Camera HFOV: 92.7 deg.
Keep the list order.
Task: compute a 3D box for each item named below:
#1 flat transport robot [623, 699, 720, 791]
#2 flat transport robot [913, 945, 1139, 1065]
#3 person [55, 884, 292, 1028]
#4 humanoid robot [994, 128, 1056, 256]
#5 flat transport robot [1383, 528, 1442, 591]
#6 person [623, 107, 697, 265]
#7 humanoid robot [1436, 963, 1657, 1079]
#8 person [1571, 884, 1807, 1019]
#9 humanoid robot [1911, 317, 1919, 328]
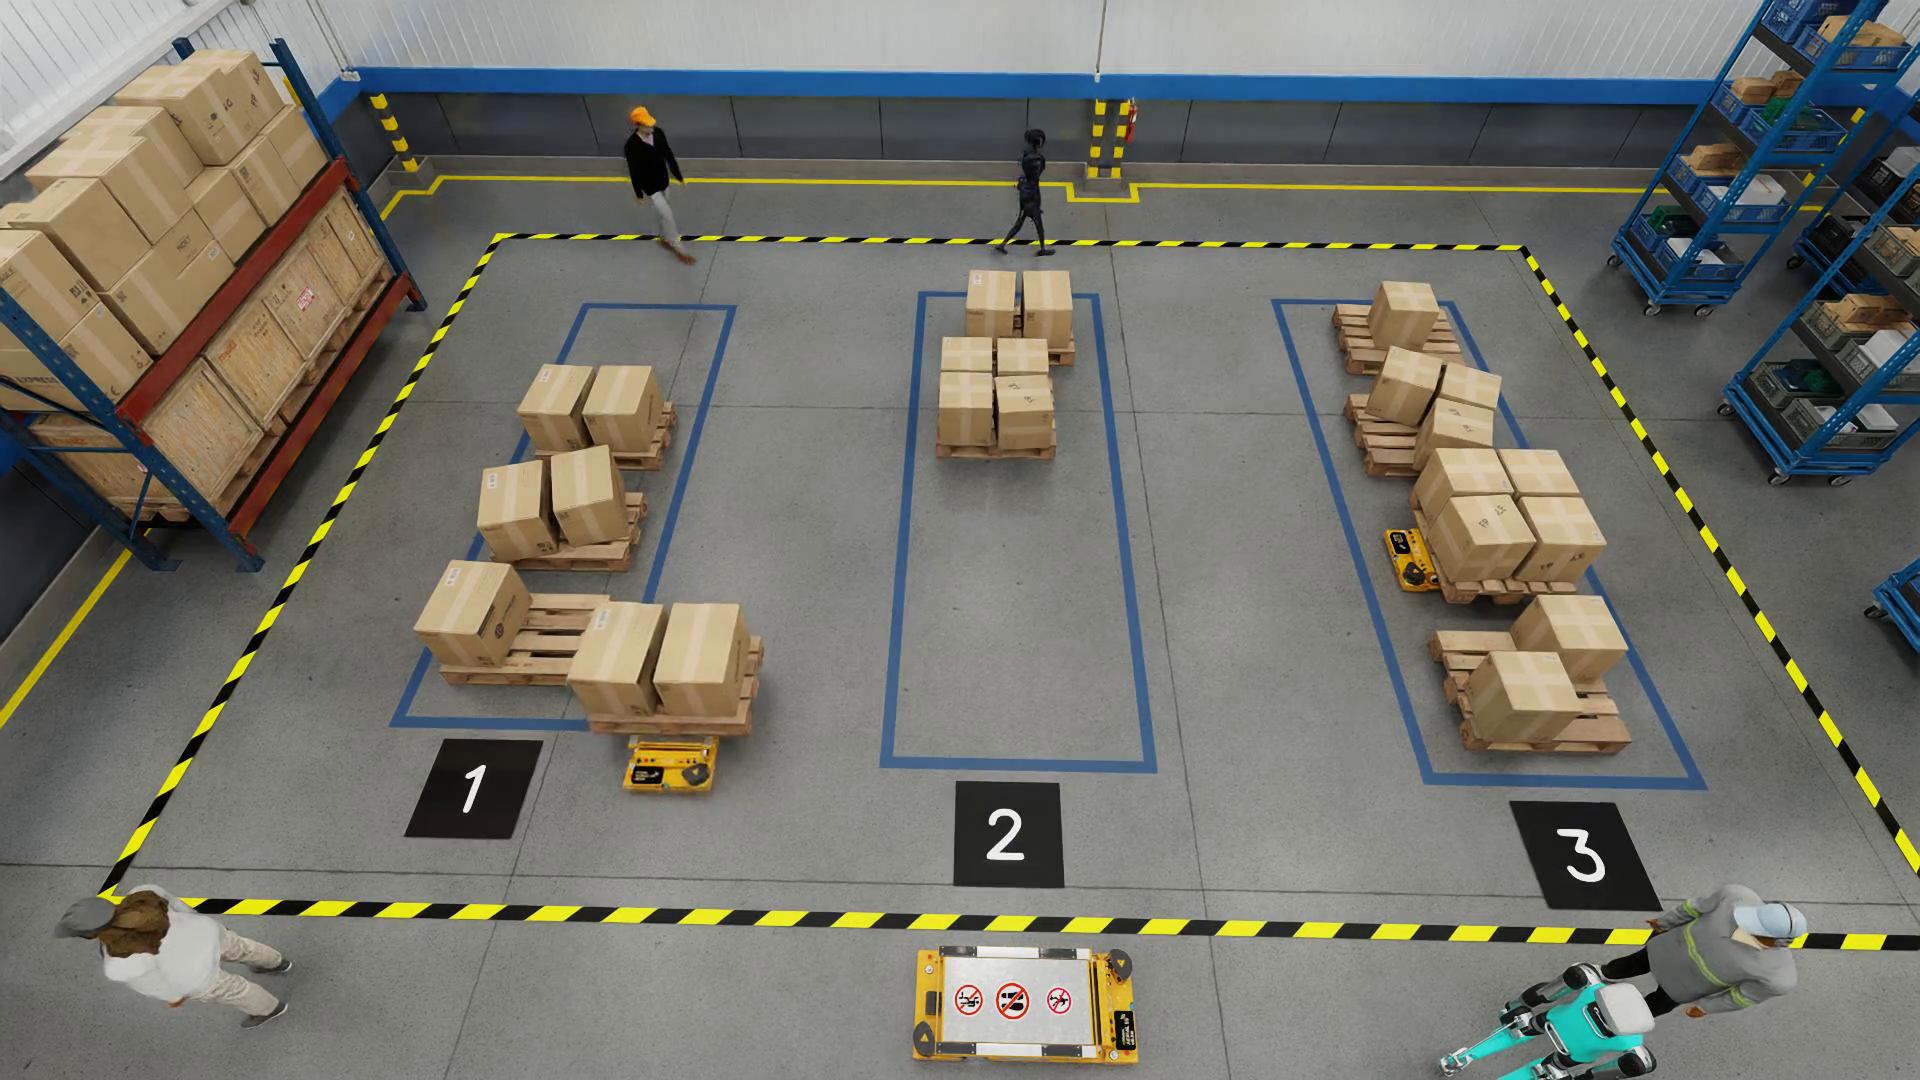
[{"bbox_3d":[-2.226,1.306,7.403,0.652,0.197,1.431,1,51,1],"label":"flat transport robot"},{"bbox_3d":[0.422,3.041,6.007,1.431,0.231,0.659,1,51,1],"label":"flat transport robot"},{"bbox_3d":[-4.616,2.491,5.486,0.396,1.770,0.563,-12,52,-10],"label":"person"},{"bbox_3d":[0.805,-4.128,10.980,0.756,1.651,0.611,-7,51,-6],"label":"humanoid robot"},{"bbox_3d":[4.689,0.155,8.342,1.431,0.197,0.652,1,51,1],"label":"flat transport robot"},{"bbox_3d":[-3.506,-4.190,10.875,0.841,1.850,0.606,23,55,18],"label":"person"},{"bbox_3d":[3.093,2.872,5.110,0.735,1.677,0.533,-11,52,-9],"label":"humanoid robot"},{"bbox_3d":[4.309,2.500,5.430,0.397,1.847,0.587,0,51,0],"label":"person"},{"bbox_3d":[9.278,-1.987,9.204,0.610,1.636,0.645,-18,53,-14],"label":"humanoid robot"}]
